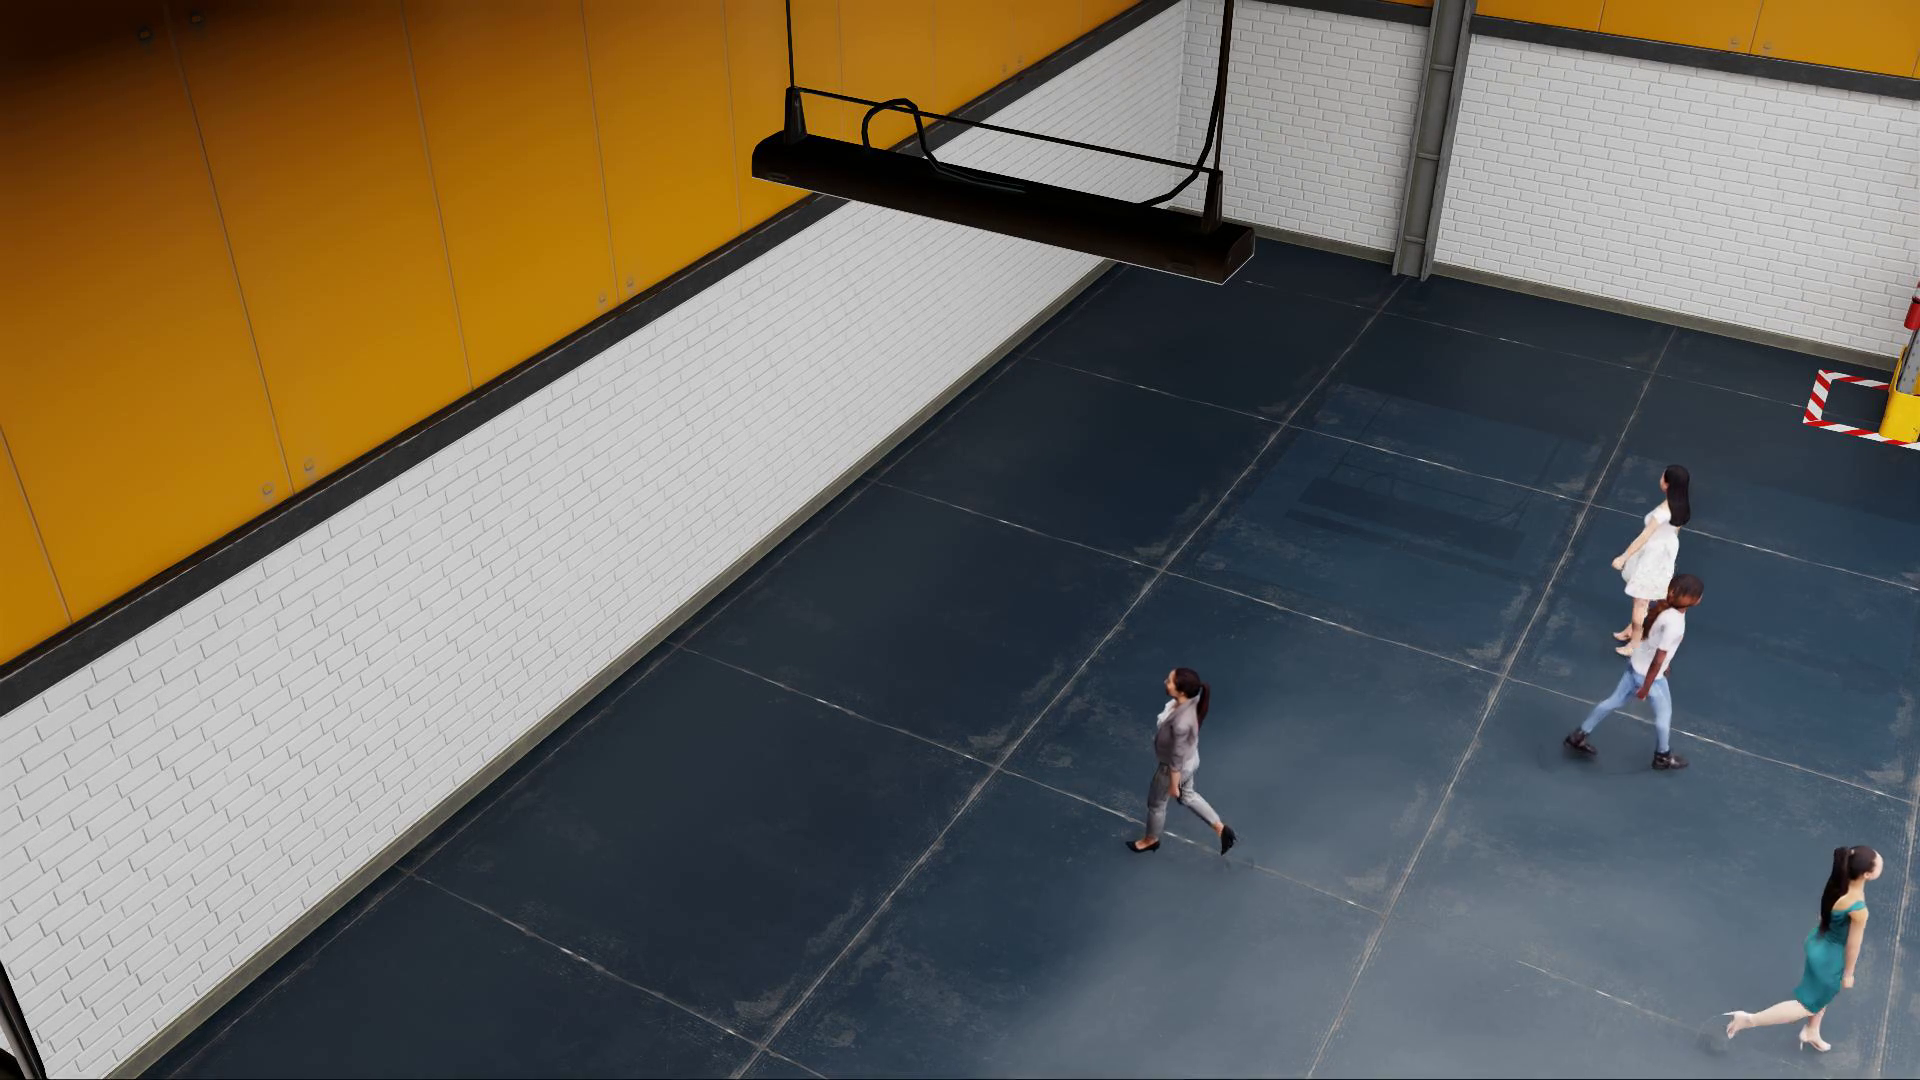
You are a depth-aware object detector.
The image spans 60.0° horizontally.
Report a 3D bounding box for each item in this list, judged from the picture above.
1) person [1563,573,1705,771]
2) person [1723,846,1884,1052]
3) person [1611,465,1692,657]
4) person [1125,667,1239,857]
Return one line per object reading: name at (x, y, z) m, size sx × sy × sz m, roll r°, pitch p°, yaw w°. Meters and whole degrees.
person at (4.905, 0.958, 12.064) m, size 1.190 × 1.675 × 0.843 m, roll 7°, pitch 34°, yaw 11°
person at (5.038, 2.460, 9.812) m, size 1.015 × 1.666 × 0.781 m, roll 4°, pitch 34°, yaw 6°
person at (5.490, 0.218, 13.093) m, size 0.738 × 1.768 × 0.771 m, roll -27°, pitch 42°, yaw -34°
person at (1.542, 1.542, 11.202) m, size 1.028 × 1.657 × 0.698 m, roll 12°, pitch 35°, yaw 17°
